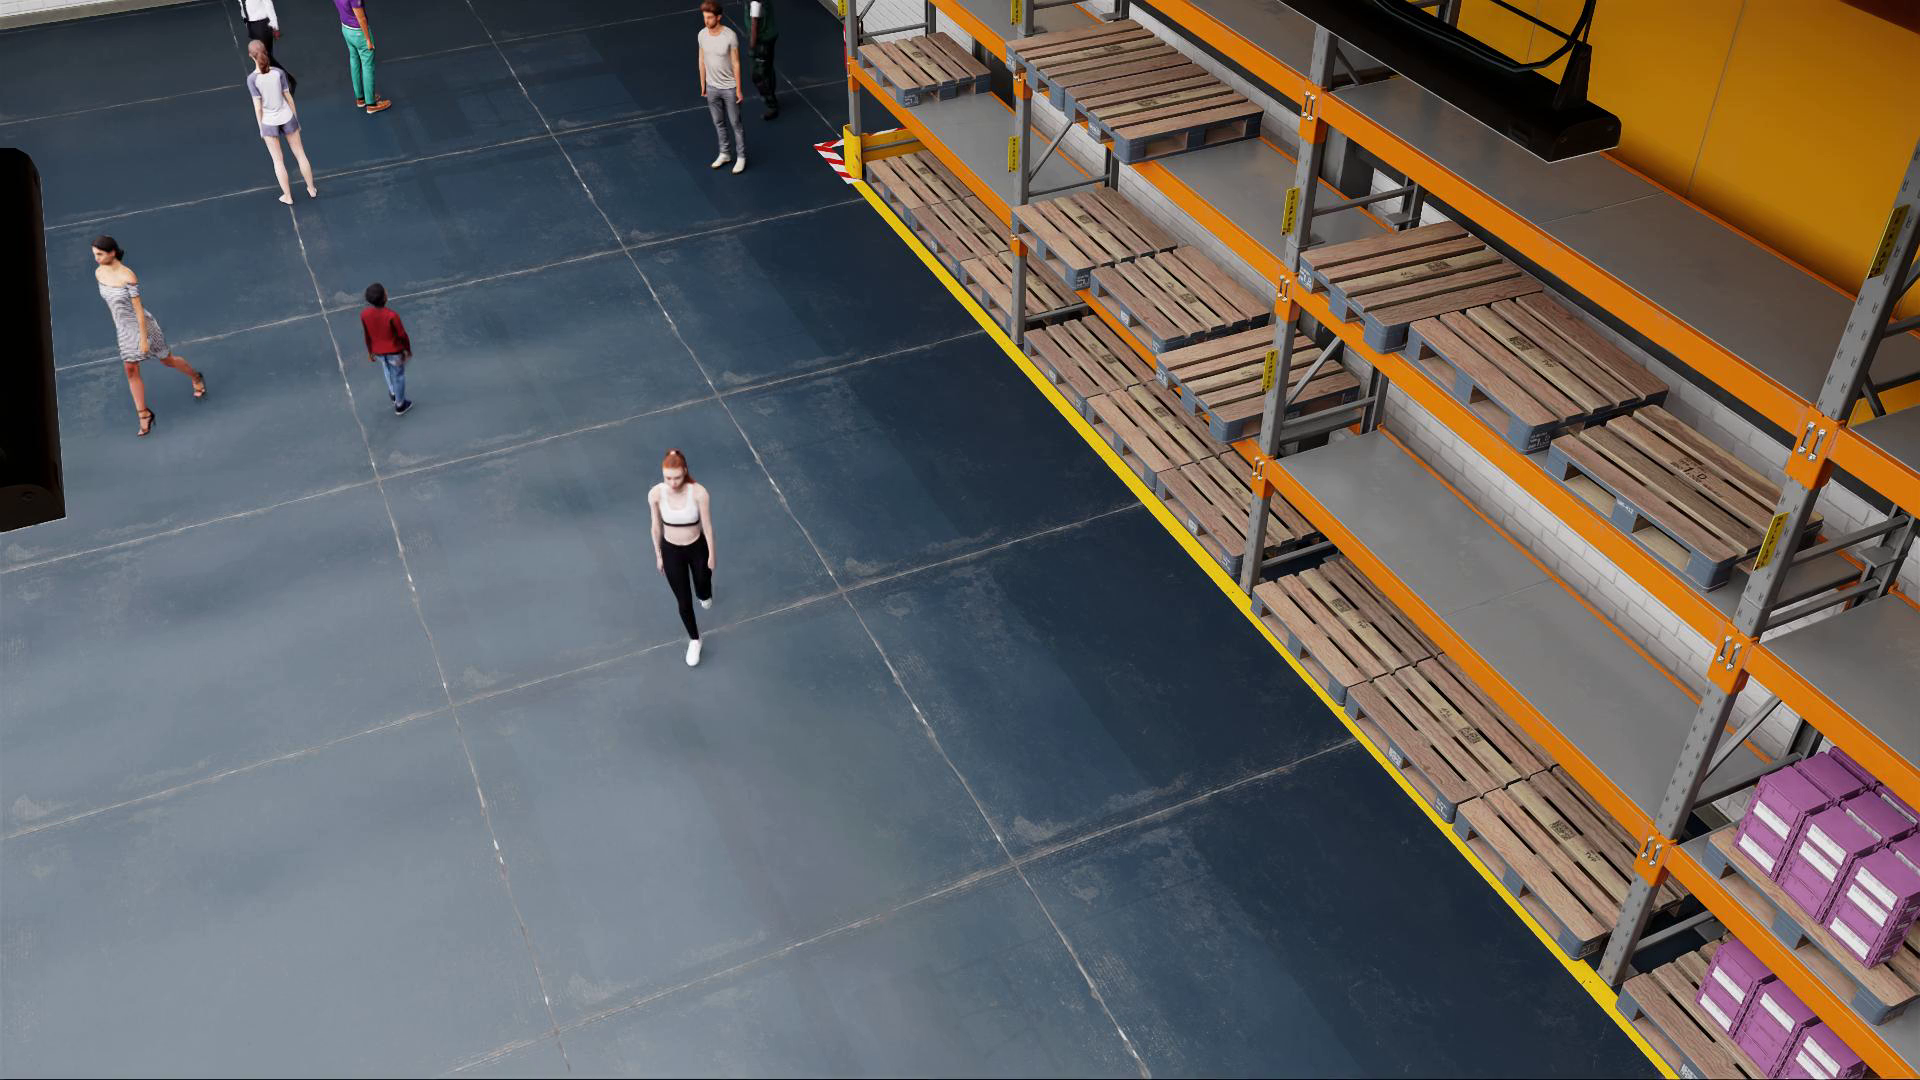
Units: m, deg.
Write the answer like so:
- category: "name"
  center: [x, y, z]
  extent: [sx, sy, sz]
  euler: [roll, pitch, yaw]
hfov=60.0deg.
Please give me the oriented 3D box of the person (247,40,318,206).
- category: "person"
  center: [-7.152, -4.384, 17.434]
  extent: [0.621, 1.767, 0.616]
  euler: [-25, 45, -27]

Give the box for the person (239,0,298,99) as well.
- category: "person"
  center: [-8.080, -6.004, 19.415]
  extent: [0.820, 1.827, 0.889]
  euler: [21, 43, 24]

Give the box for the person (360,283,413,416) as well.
- category: "person"
  center: [-4.976, -1.627, 14.401]
  extent: [0.629, 1.245, 0.684]
  euler: [4, 39, 5]

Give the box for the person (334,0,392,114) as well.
- category: "person"
  center: [-7.009, -5.859, 19.282]
  extent: [0.643, 1.767, 0.757]
  euler: [27, 46, 29]

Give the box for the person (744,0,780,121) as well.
- category: "person"
  center: [-2.262, -5.798, 19.166]
  extent: [0.937, 1.817, 0.793]
  euler: [15, 41, 18]

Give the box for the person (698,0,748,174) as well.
- category: "person"
  center: [-2.563, -4.933, 18.025]
  extent: [0.747, 1.887, 0.808]
  euler: [13, 40, 16]

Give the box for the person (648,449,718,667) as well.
- category: "person"
  center: [-1.955, 0.049, 11.914]
  extent: [0.830, 1.729, 1.029]
  euler: [0, 39, 0]

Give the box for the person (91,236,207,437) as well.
- category: "person"
  center: [-6.928, -1.809, 14.199]
  extent: [1.018, 1.782, 1.106]
  euler: [11, 40, 13]
